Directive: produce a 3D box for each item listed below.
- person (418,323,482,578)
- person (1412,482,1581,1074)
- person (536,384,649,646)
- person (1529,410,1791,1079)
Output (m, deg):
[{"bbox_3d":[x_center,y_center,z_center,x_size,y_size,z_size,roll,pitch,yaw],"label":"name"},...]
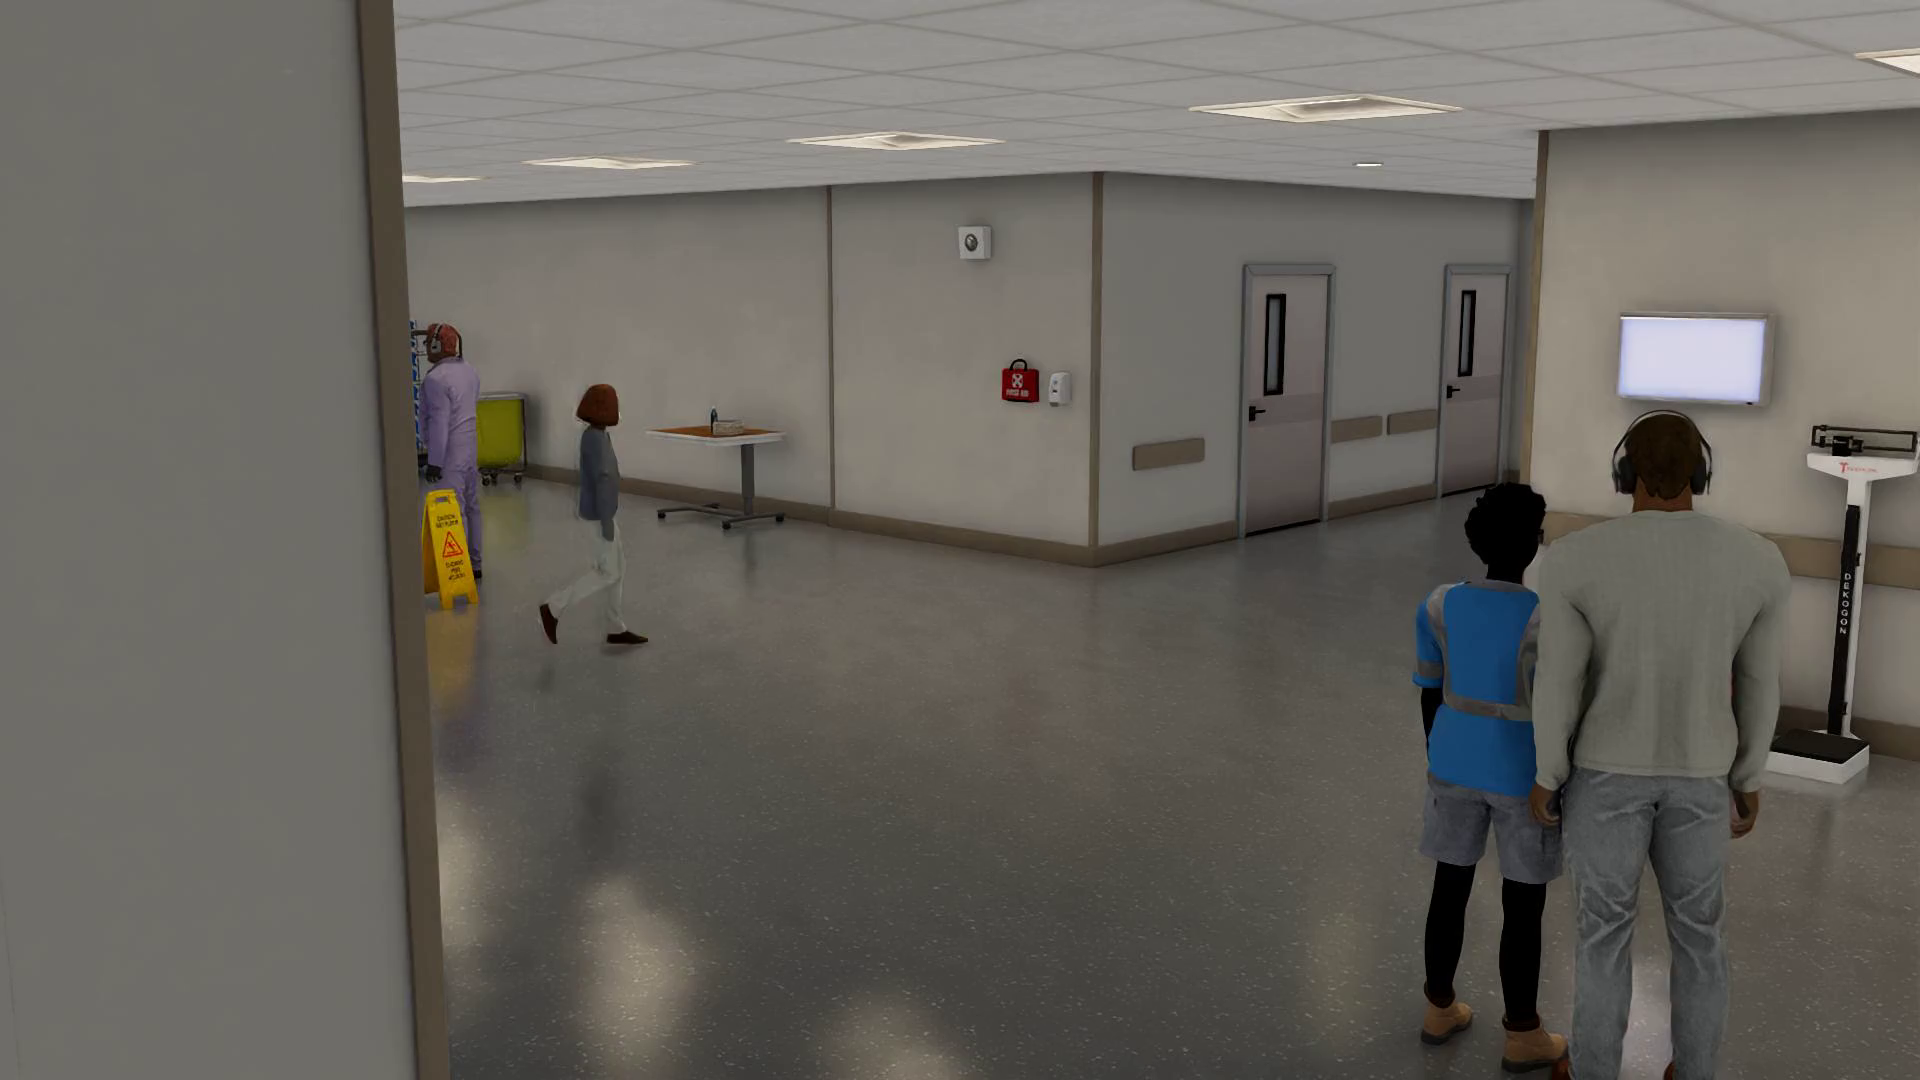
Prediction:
[{"bbox_3d":[-3.730,-0.618,12.110,0.400,1.910,0.643,1,9,8],"label":"person"},{"bbox_3d":[1.554,0.678,4.800,0.318,1.700,0.535,-9,13,-43],"label":"person"},{"bbox_3d":[-2.222,-0.134,10.000,0.584,1.614,0.502,-2,10,-14],"label":"person"},{"bbox_3d":[1.825,0.624,4.425,0.628,1.931,0.375,1,9,6],"label":"person"}]
